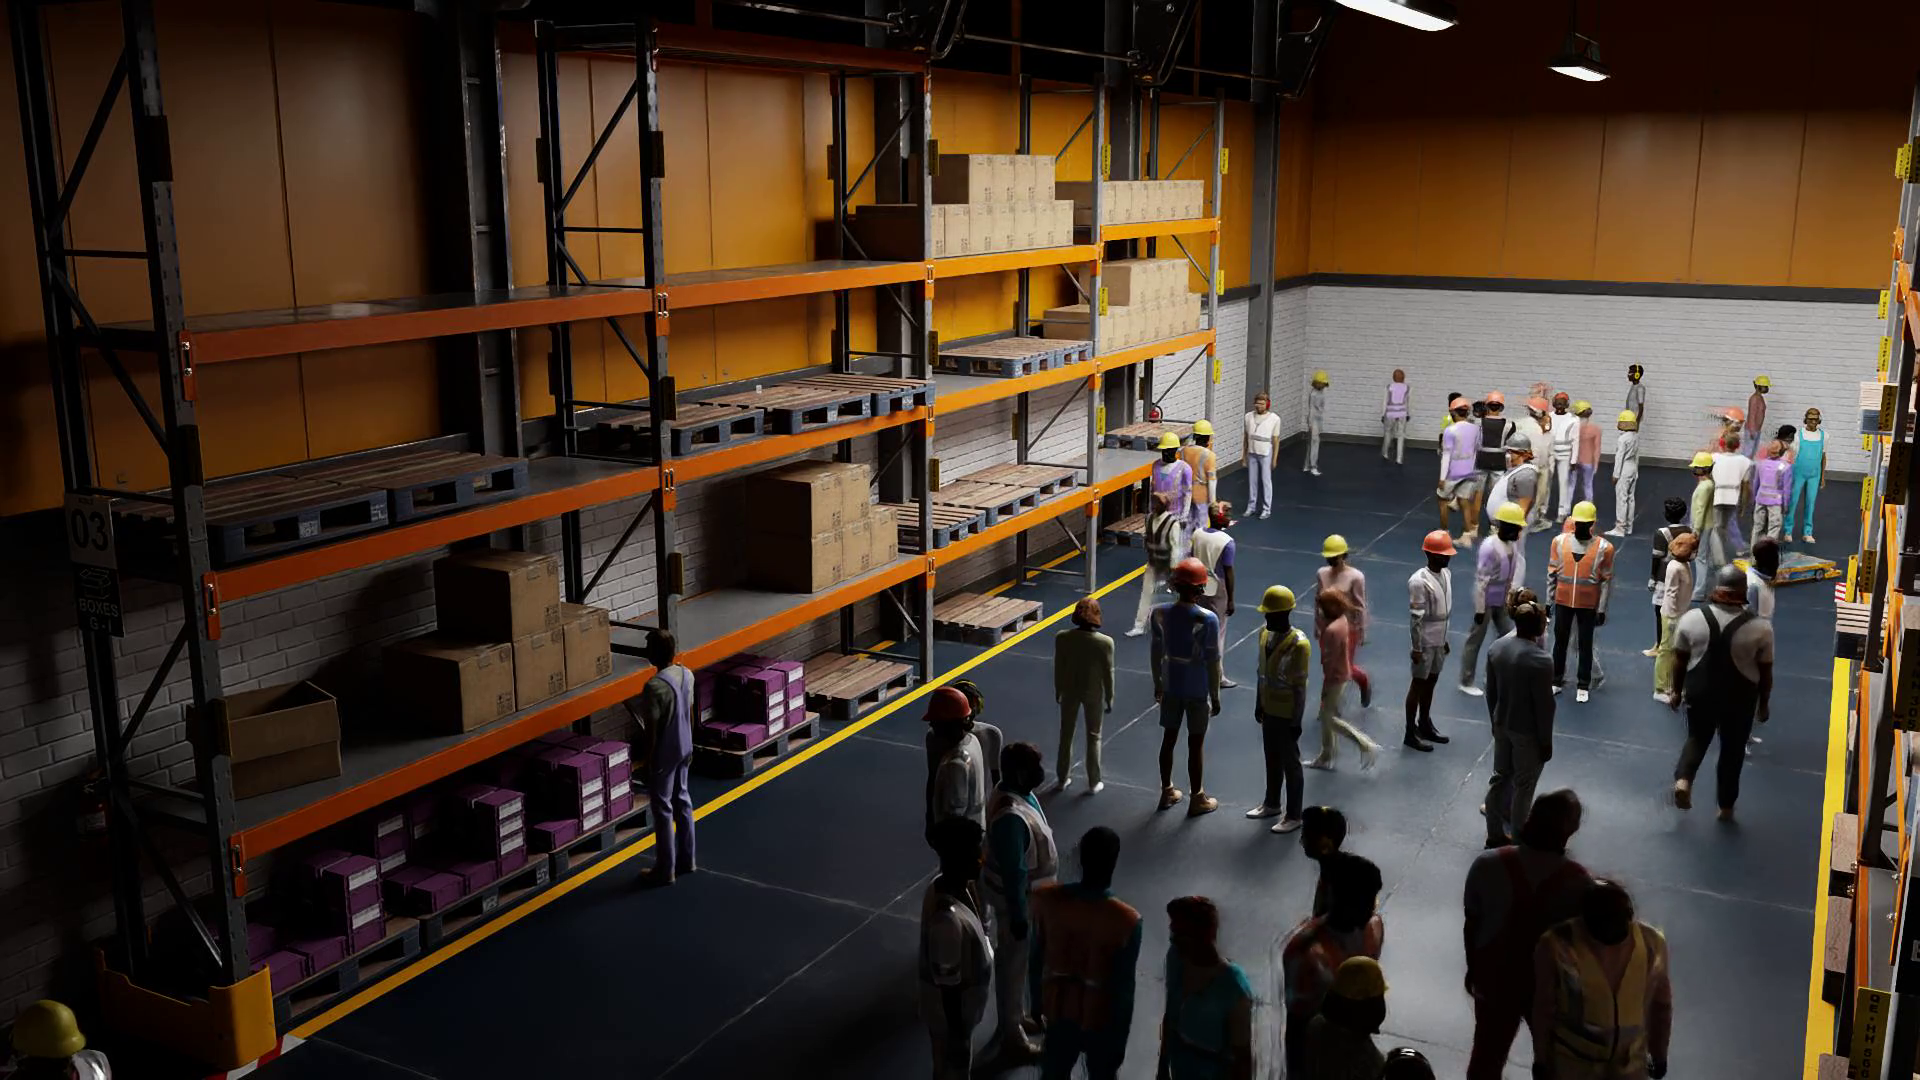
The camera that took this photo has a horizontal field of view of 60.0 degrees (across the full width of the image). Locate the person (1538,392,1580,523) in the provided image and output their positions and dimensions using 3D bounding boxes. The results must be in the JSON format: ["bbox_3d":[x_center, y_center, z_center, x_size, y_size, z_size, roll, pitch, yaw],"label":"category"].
[{"bbox_3d":[8.526,-1.181,23.768,0.575,1.879,0.354,8,15,33],"label":"person"}]

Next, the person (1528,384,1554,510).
[{"bbox_3d":[8.572,-1.378,24.649,0.506,1.885,0.650,1,13,6],"label":"person"}]

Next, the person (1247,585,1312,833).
[{"bbox_3d":[2.429,1.273,12.700,0.407,1.918,0.583,-6,14,-23],"label":"person"}]

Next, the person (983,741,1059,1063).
[{"bbox_3d":[0.345,2.030,9.468,0.429,1.847,0.623,0,13,2],"label":"person"}]

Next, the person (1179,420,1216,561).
[{"bbox_3d":[2.981,-0.545,20.804,0.388,1.926,0.590,-10,16,-37],"label":"person"}]

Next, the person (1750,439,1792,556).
[{"bbox_3d":[10.264,-0.456,21.057,0.314,1.640,0.516,-6,14,-27],"label":"person"}]

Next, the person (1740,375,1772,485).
[{"bbox_3d":[12.759,-1.765,26.661,0.340,1.760,0.531,10,16,38],"label":"person"}]

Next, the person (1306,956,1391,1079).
[{"bbox_3d":[1.656,2.605,7.144,0.343,1.736,0.490,-5,14,-21],"label":"person"}]

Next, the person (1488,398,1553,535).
[{"bbox_3d":[7.775,-1.003,22.900,0.989,1.915,0.648,-1,13,-5],"label":"person"}]

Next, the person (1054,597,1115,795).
[{"bbox_3d":[1.000,1.257,13.427,0.506,1.625,0.276,4,13,18],"label":"person"}]

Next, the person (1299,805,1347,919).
[{"bbox_3d":[1.867,2.247,8.519,0.570,1.843,0.513,3,13,13],"label":"person"}]

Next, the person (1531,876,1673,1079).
[{"bbox_3d":[3.014,2.410,7.874,0.660,1.809,0.492,0,13,2],"label":"person"}]

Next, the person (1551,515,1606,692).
[{"bbox_3d":[5.951,0.619,16.068,0.513,1.722,0.614,-1,13,-5],"label":"person"}]

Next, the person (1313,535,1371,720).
[{"bbox_3d":[3.507,0.791,15.239,0.560,1.738,0.555,-11,17,-42],"label":"person"}]

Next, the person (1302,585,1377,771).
[{"bbox_3d":[3.182,1.163,13.854,0.534,1.614,0.511,4,13,15],"label":"person"}]

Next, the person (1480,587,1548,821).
[{"bbox_3d":[4.313,1.261,12.902,0.514,1.845,0.337,-11,17,-40],"label":"person"}]

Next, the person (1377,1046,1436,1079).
[{"bbox_3d":[1.631,2.761,6.206,0.503,1.839,0.341,1,13,3],"label":"person"}]

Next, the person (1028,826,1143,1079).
[{"bbox_3d":[0.572,2.322,8.079,0.605,1.885,0.827,6,14,24],"label":"person"}]

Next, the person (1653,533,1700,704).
[{"bbox_3d":[6.795,0.728,15.770,0.279,1.633,0.498,9,15,34],"label":"person"}]

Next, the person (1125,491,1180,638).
[{"bbox_3d":[2.215,0.246,18.025,0.874,1.593,0.530,-11,16,-39],"label":"person"}]

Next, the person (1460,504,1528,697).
[{"bbox_3d":[5.127,0.580,15.875,0.624,1.895,0.605,-11,16,-40],"label":"person"}]

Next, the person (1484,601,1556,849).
[{"bbox_3d":[4.087,1.387,12.128,0.371,1.941,0.627,-6,14,-23],"label":"person"}]

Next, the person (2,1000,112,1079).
[{"bbox_3d":[-3.574,2.672,6.639,0.403,1.824,0.593,6,14,26],"label":"person"}]

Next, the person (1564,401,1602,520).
[{"bbox_3d":[8.943,-1.135,23.980,0.538,1.722,0.833,6,14,25],"label":"person"}]

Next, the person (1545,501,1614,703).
[{"bbox_3d":[5.850,0.577,15.774,0.587,1.930,0.360,8,15,32],"label":"person"}]

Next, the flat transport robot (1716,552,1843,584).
[{"bbox_3d":[10.121,0.353,20.526,1.431,0.197,0.652,-6,14,-24],"label":"flat transport robot"}]

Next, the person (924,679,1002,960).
[{"bbox_3d":[0.027,1.775,10.574,0.508,1.863,0.326,0,13,-1],"label":"person"}]

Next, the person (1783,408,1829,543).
[{"bbox_3d":[11.408,-0.868,22.436,0.514,1.845,0.336,2,13,8],"label":"person"}]

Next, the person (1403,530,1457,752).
[{"bbox_3d":[4.108,0.863,14.477,0.357,1.937,0.550,12,17,43],"label":"person"}]

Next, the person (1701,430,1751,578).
[{"bbox_3d":[9.491,-0.458,20.677,0.572,1.821,0.840,1,13,4],"label":"person"}]

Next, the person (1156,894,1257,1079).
[{"bbox_3d":[1.122,2.475,7.519,0.390,1.830,0.636,-6,14,-26],"label":"person"}]

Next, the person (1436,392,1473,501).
[{"bbox_3d":[7.480,-1.431,25.321,0.558,1.678,0.507,-4,13,-18],"label":"person"}]

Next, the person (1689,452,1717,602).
[{"bbox_3d":[8.640,-0.154,19.436,0.341,1.760,0.525,7,14,28],"label":"person"}]

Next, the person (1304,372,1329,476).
[{"bbox_3d":[5.898,-1.944,27.577,0.433,1.716,0.629,8,15,32],"label":"person"}]

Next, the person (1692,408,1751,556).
[{"bbox_3d":[9.984,-0.735,21.595,0.962,1.940,0.693,7,14,28],"label":"person"}]

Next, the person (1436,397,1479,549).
[{"bbox_3d":[6.595,-0.897,22.219,0.693,1.995,0.765,-8,15,-31],"label":"person"}]

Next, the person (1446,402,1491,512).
[{"bbox_3d":[7.595,-1.211,24.413,0.908,1.639,0.543,-7,14,-29],"label":"person"}]

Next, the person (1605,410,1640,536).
[{"bbox_3d":[9.146,-0.924,22.930,0.484,1.739,0.319,-11,17,-41],"label":"person"}]

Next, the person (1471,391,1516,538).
[{"bbox_3d":[7.227,-1.015,22.684,0.611,2.032,0.411,3,13,15],"label":"person"}]

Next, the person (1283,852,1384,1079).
[{"bbox_3d":[1.708,2.353,7.794,0.621,1.946,0.524,-8,15,-32],"label":"person"}]

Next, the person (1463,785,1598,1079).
[{"bbox_3d":[2.883,2.177,8.361,0.700,2.000,0.535,8,15,30],"label":"person"}]

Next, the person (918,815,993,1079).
[{"bbox_3d":[-0.021,2.275,8.090,0.368,1.967,0.603,-1,13,-3],"label":"person"}]

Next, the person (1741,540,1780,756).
[{"bbox_3d":[6.813,0.908,14.398,0.371,1.893,0.673,8,15,31],"label":"person"}]

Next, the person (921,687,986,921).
[{"bbox_3d":[-0.041,1.825,10.199,0.386,1.929,0.543,2,13,9],"label":"person"}]

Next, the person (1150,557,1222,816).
[{"bbox_3d":[1.775,1.139,13.001,0.605,2.045,0.378,10,16,37],"label":"person"}]

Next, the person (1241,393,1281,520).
[{"bbox_3d":[4.353,-1.217,24.028,0.568,1.835,0.395,11,17,41],"label":"person"}]

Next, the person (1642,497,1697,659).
[{"bbox_3d":[7.331,0.393,17.149,0.533,1.690,0.322,-6,14,-23],"label":"person"}]

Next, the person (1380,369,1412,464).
[{"bbox_3d":[7.515,-2.141,28.688,0.525,1.599,0.808,2,13,7],"label":"person"}]

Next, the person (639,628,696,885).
[{"bbox_3d":[-2.071,1.521,11.778,0.357,1.835,0.516,6,14,26],"label":"person"}]

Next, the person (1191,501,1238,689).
[{"bbox_3d":[2.446,0.530,16.185,0.390,1.841,0.564,-8,15,-31],"label":"person"}]

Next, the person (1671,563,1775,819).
[{"bbox_3d":[5.899,1.167,12.883,0.704,2.000,0.615,9,16,36],"label":"person"}]

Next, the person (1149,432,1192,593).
[{"bbox_3d":[2.488,-0.333,19.856,0.587,1.928,0.362,11,17,42],"label":"person"}]

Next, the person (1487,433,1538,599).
[{"bbox_3d":[6.337,-0.232,19.146,0.538,2.000,0.681,2,13,11],"label":"person"}]

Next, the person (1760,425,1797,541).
[{"bbox_3d":[10.847,-0.697,22.034,0.546,1.671,0.549,-5,14,-21],"label":"person"}]
